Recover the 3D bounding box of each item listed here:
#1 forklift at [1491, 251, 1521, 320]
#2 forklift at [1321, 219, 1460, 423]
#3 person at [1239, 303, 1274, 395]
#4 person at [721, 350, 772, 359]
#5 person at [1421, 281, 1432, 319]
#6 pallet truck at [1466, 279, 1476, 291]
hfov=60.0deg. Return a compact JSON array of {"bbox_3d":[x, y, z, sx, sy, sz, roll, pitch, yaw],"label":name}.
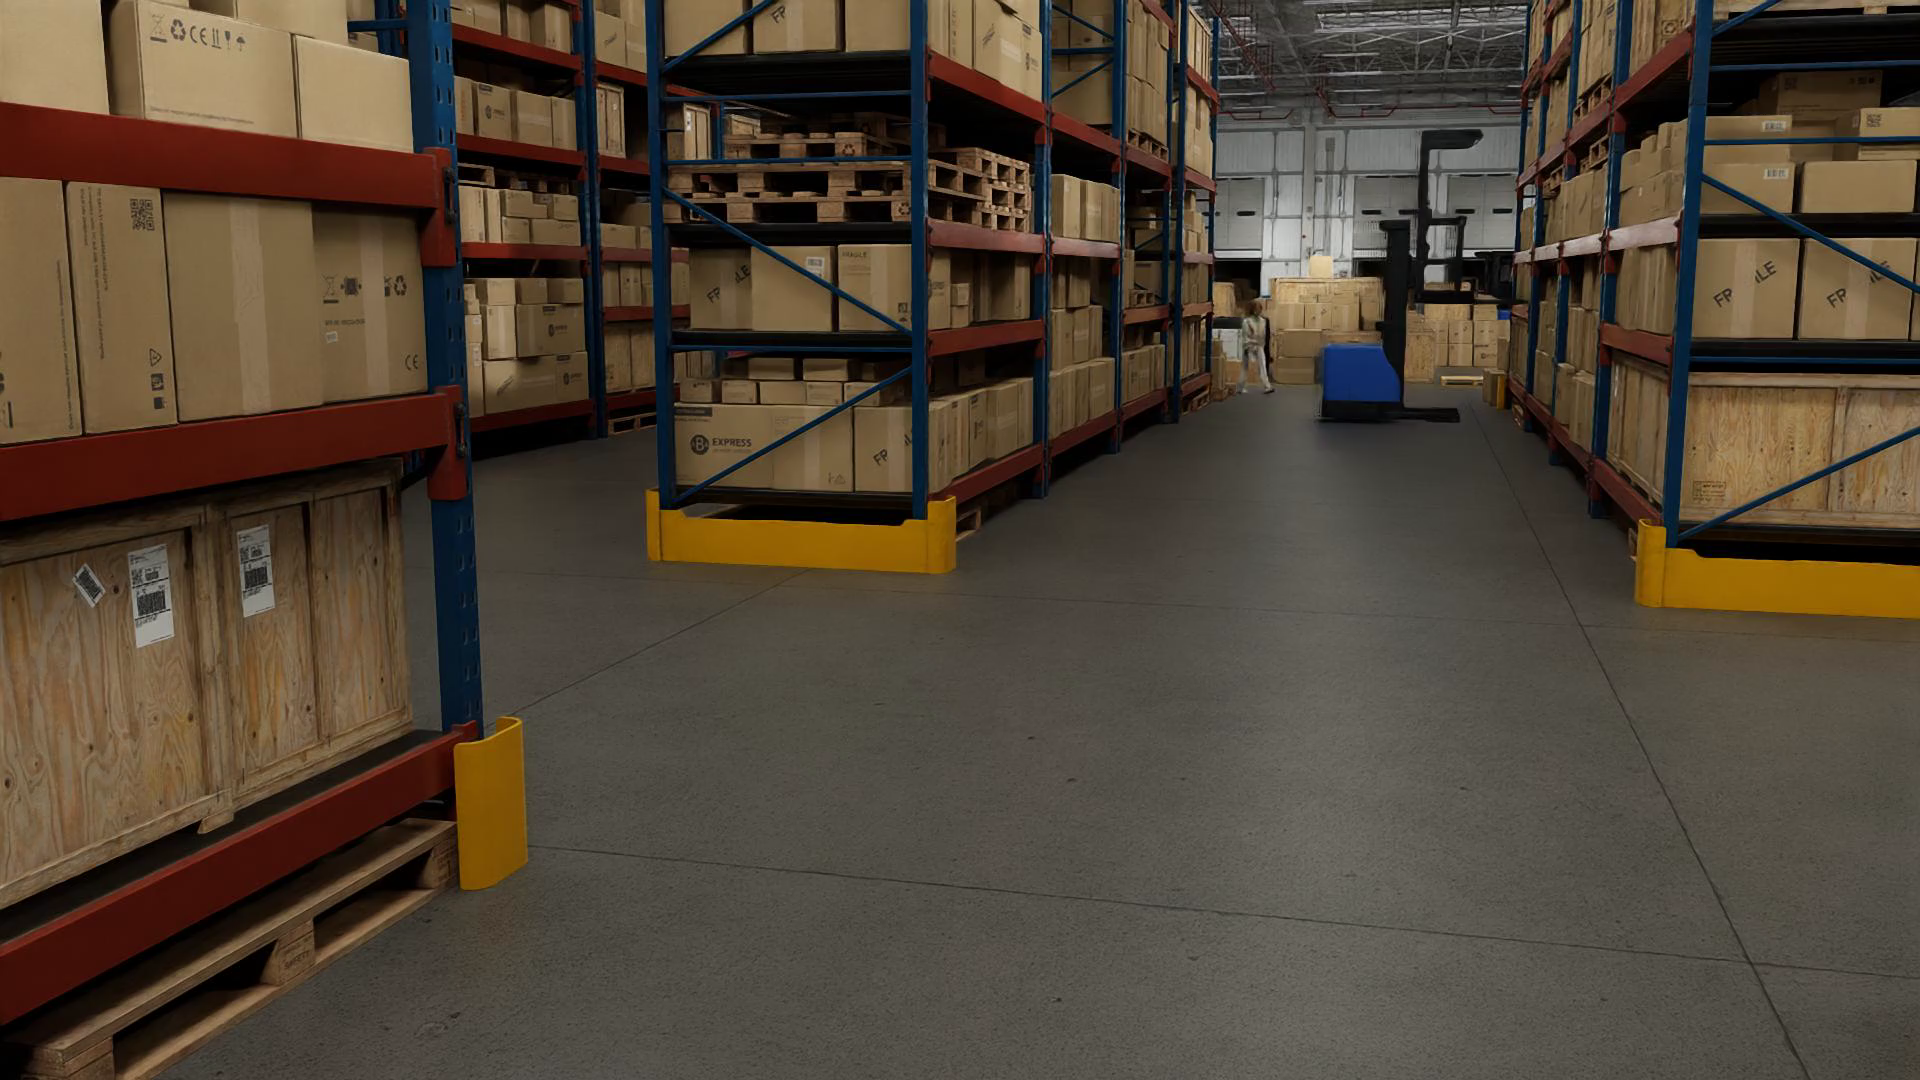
[{"bbox_3d":[16.039,-7.084,48.777,1.129,2.768,1.873,-2,9,-12],"label":"forklift"},{"bbox_3d":[6.100,-3.087,23.384,1.873,2.768,1.129,2,9,15],"label":"forklift"},{"bbox_3d":[5.125,-3.313,28.911,0.528,1.580,0.878,-4,10,-22],"label":"person"},{"bbox_3d":[-2.403,-1.858,18.901,0.655,1.827,0.444,3,9,19],"label":"person"},{"bbox_3d":[14.189,-6.809,50.039,0.639,1.932,0.364,4,10,23],"label":"person"},{"bbox_3d":[18.896,-8.459,60.307,1.885,1.965,0.823,5,10,31],"label":"pallet truck"}]
